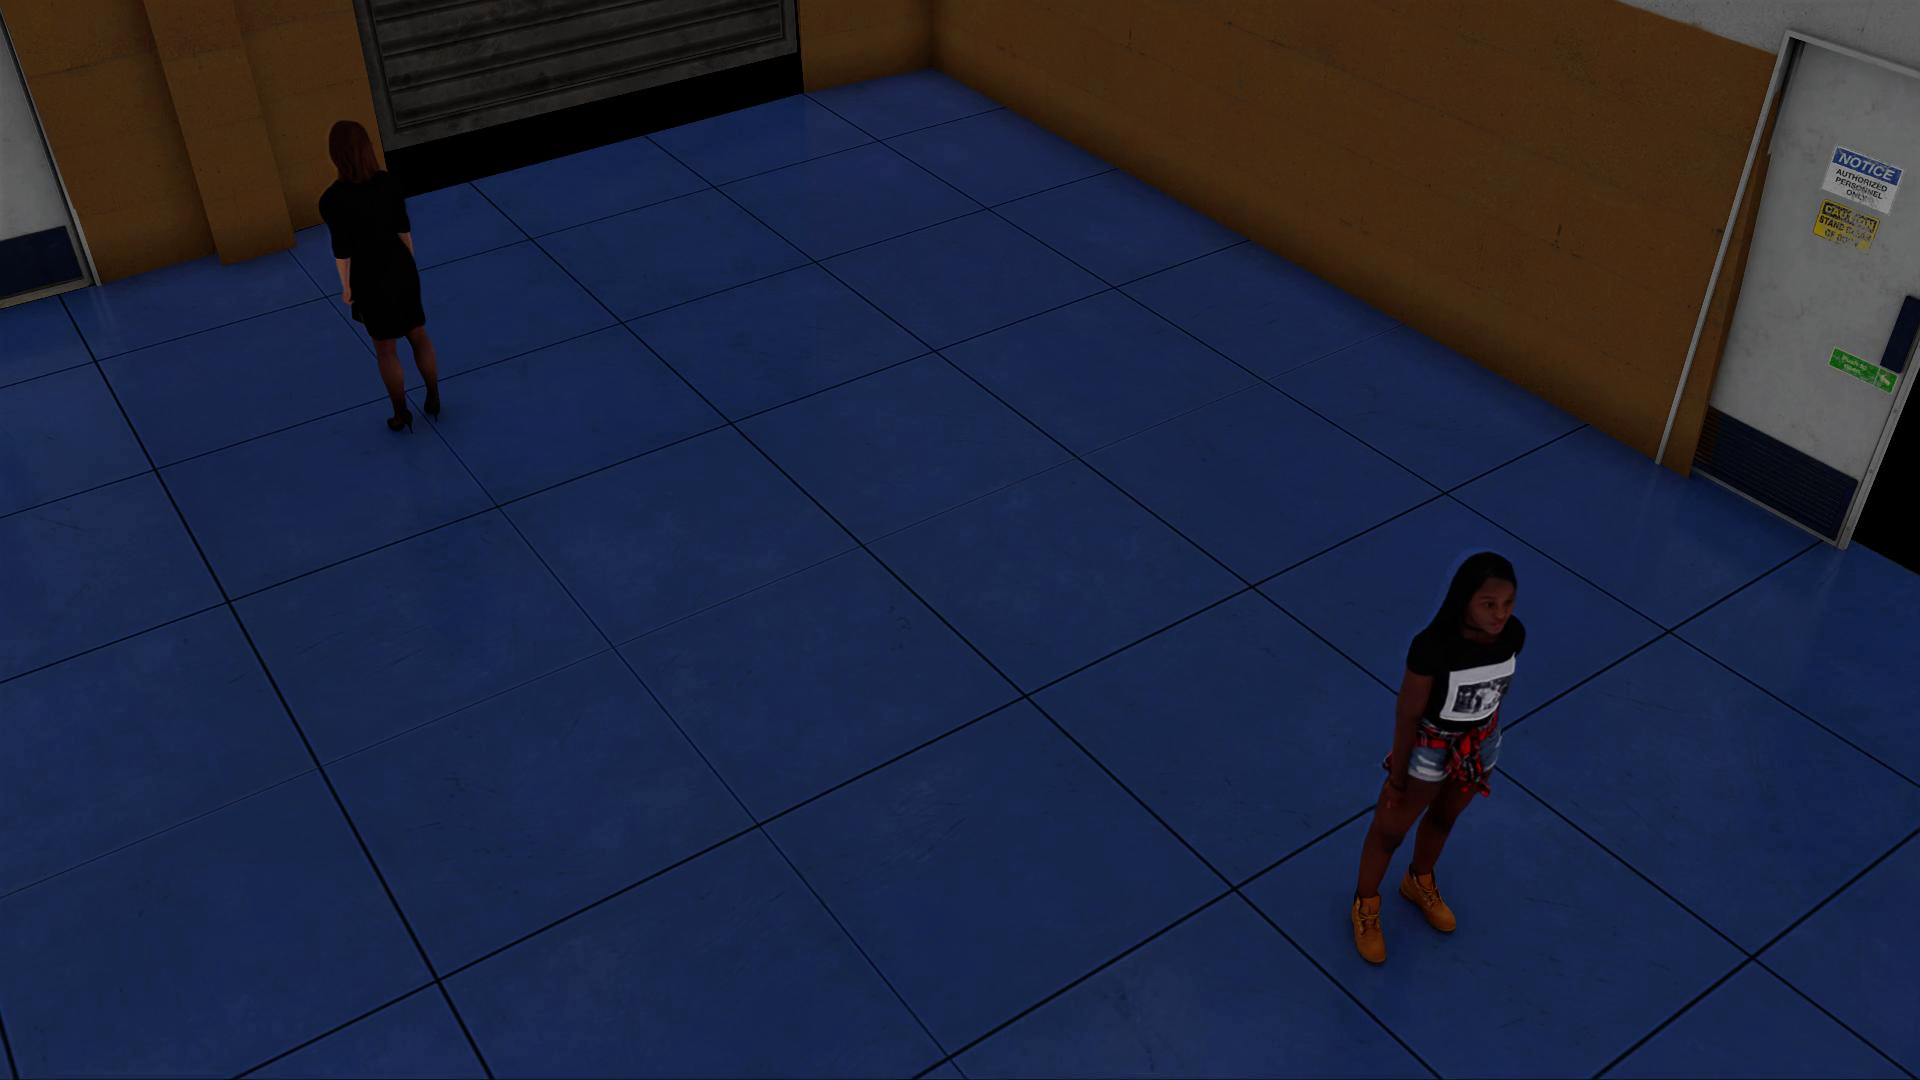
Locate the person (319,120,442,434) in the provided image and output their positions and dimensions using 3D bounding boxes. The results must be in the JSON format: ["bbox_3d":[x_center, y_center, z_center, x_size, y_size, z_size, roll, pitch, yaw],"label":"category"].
[{"bbox_3d":[-2.934,-1.320,8.471,0.486,1.706,0.677,-31,47,-34],"label":"person"}]

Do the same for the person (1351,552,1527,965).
[{"bbox_3d":[1.655,0.737,5.727,0.597,1.727,0.721,-15,39,-19],"label":"person"}]
